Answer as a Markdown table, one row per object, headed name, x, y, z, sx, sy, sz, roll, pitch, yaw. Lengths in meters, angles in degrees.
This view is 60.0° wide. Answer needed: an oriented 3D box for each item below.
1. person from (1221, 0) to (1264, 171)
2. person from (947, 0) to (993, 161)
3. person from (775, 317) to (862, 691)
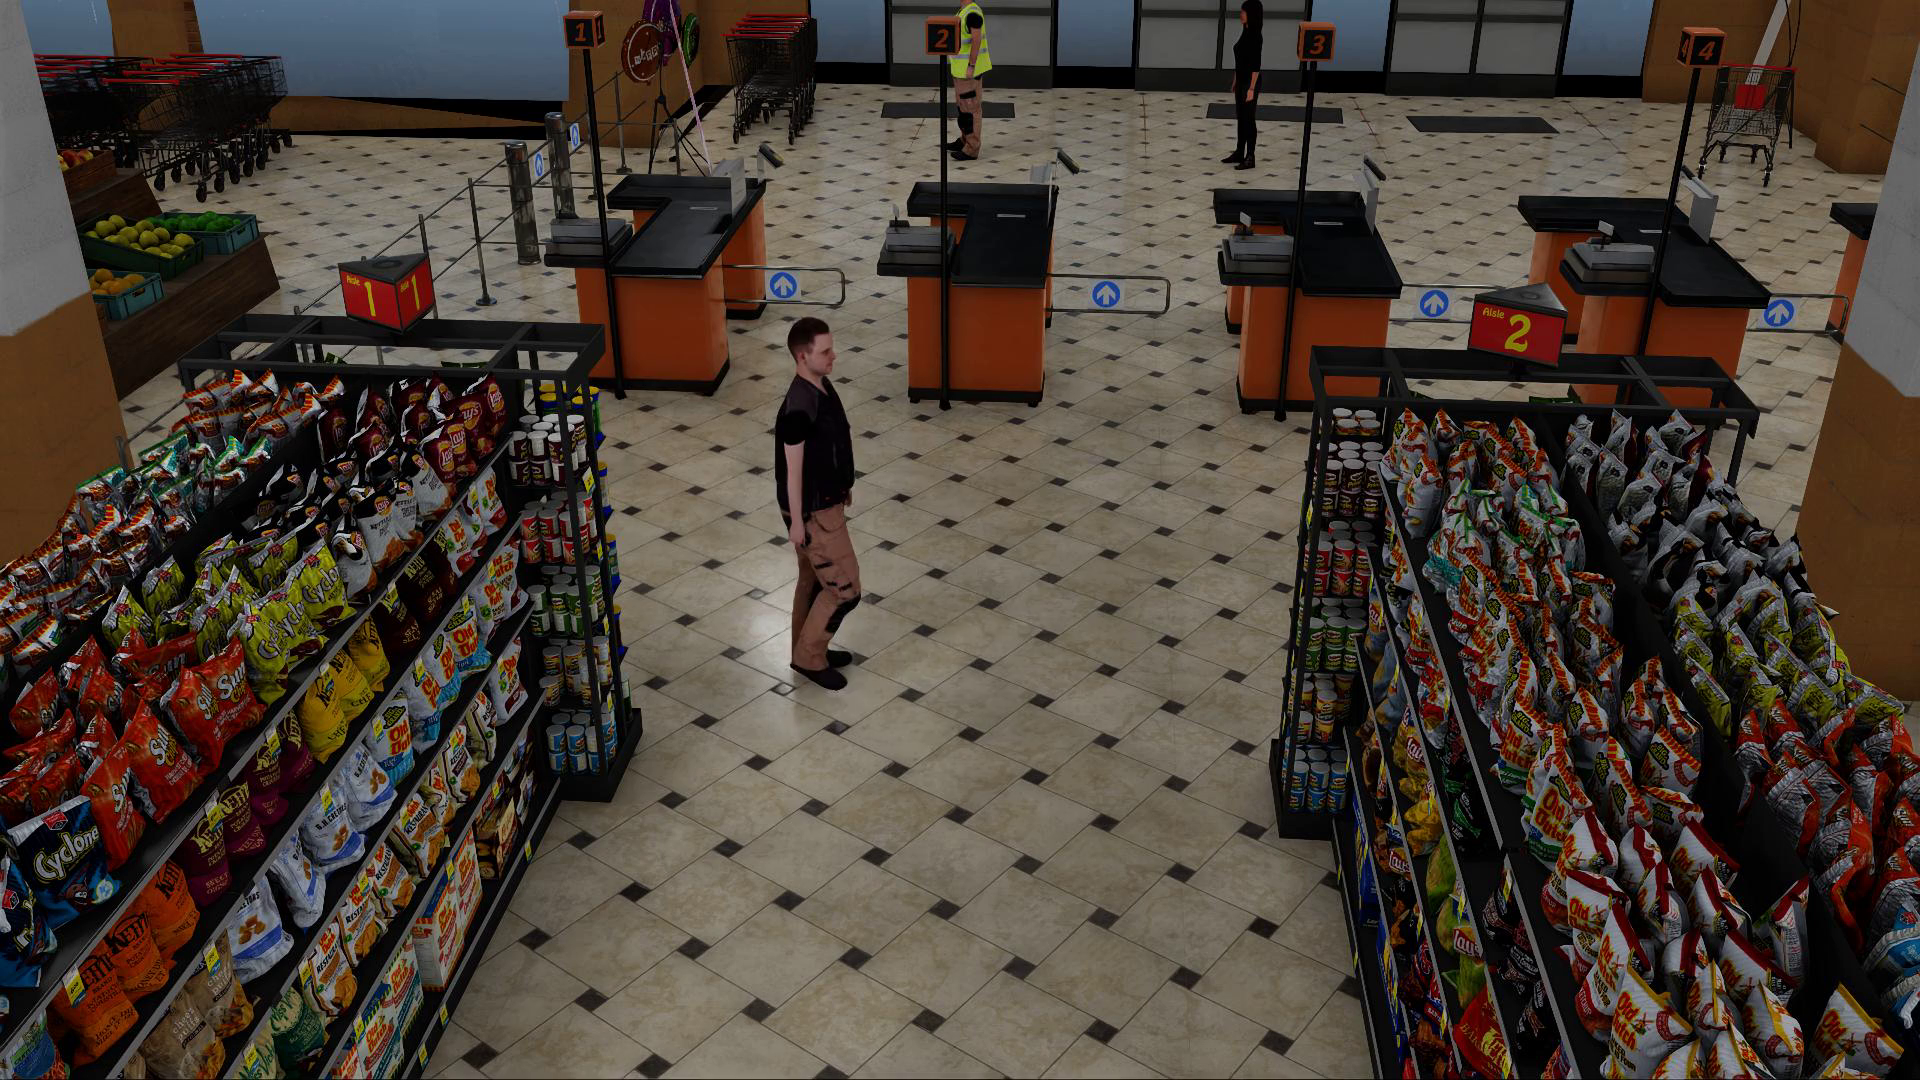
| name | x | y | z | sx | sy | sz | roll | pitch | yaw |
| --- | --- | --- | --- | --- | --- | --- | --- | --- | --- |
| person | 2.890 | -4.575 | 16.680 | 0.695 | 1.642 | 0.558 | -8 | 28 | -16 |
| person | 0.066 | -4.841 | 16.979 | 0.836 | 1.847 | 0.743 | -5 | 27 | -9 |
| person | -0.766 | -0.171 | 7.793 | 0.731 | 1.826 | 0.554 | 2 | 27 | 3 |
